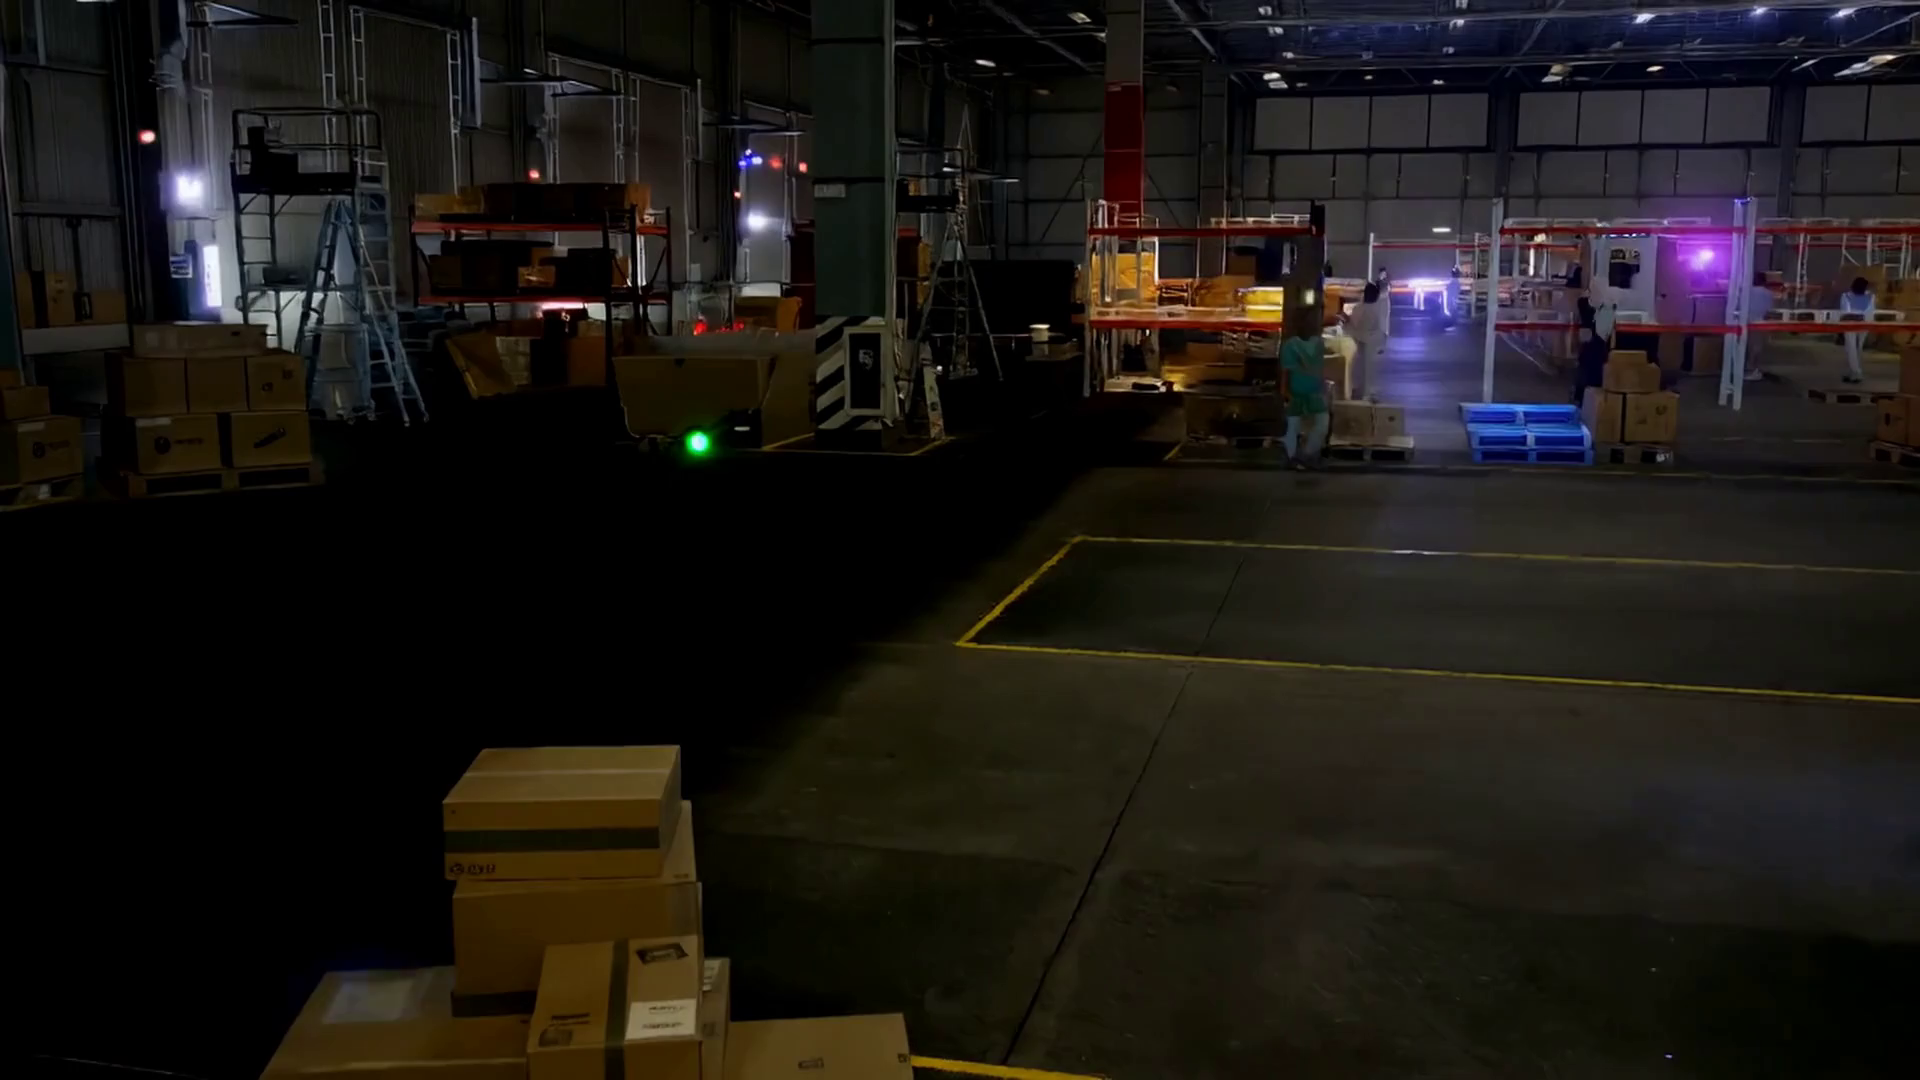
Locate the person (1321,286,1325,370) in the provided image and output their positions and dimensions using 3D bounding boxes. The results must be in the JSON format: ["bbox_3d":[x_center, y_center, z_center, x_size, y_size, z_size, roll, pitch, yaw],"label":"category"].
[{"bbox_3d":[6.852,-4.126,32.064,0.485,1.738,0.320,-9,13,-42],"label":"person"}]

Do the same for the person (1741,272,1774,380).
[{"bbox_3d":[14.203,-3.801,29.635,0.463,1.911,0.678,-5,11,-27],"label":"person"}]

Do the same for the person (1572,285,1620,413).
[{"bbox_3d":[8.692,-2.561,22.626,0.531,1.809,0.605,2,10,10],"label":"person"}]

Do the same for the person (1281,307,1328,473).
[{"bbox_3d":[3.489,-1.504,16.765,0.559,1.677,0.487,-6,11,-30],"label":"person"}]

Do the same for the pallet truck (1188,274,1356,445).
[{"bbox_3d":[3.653,-2.138,19.590,1.885,1.965,0.823,-4,10,-20],"label":"pallet truck"}]

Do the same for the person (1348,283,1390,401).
[{"bbox_3d":[6.198,-2.998,25.245,0.627,1.809,0.851,4,11,24],"label":"person"}]

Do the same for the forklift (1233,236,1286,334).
[{"bbox_3d":[8.691,-7.087,46.132,1.873,2.768,1.129,5,11,27],"label":"forklift"}]

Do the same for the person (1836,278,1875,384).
[{"bbox_3d":[15.554,-3.628,28.863,0.587,1.834,0.997,1,10,4],"label":"person"}]

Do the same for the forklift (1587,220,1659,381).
[{"bbox_3d":[11.661,-4.220,29.251,1.129,2.768,1.873,2,10,14],"label":"forklift"}]

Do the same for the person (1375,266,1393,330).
[{"bbox_3d":[12.243,-6.951,48.150,0.562,1.918,0.427,8,13,40],"label":"person"}]

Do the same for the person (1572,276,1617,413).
[{"bbox_3d":[8.894,-2.738,23.352,0.596,1.918,0.380,1,10,6],"label":"person"}]

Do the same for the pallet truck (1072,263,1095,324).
[{"bbox_3d":[4.325,-8.180,55.162,0.823,1.965,1.885,6,11,31],"label":"pallet truck"}]

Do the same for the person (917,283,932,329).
[{"bbox_3d":[-1.035,-7.368,50.593,0.544,1.930,0.389,-4,11,-24],"label":"person"}]

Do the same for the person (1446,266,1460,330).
[{"bbox_3d":[14.948,-7.329,50.349,0.356,1.931,0.629,4,10,23],"label":"person"}]

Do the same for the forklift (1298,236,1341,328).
[{"bbox_3d":[10.725,-7.955,51.239,1.873,2.768,1.129,-2,10,-12],"label":"forklift"}]
